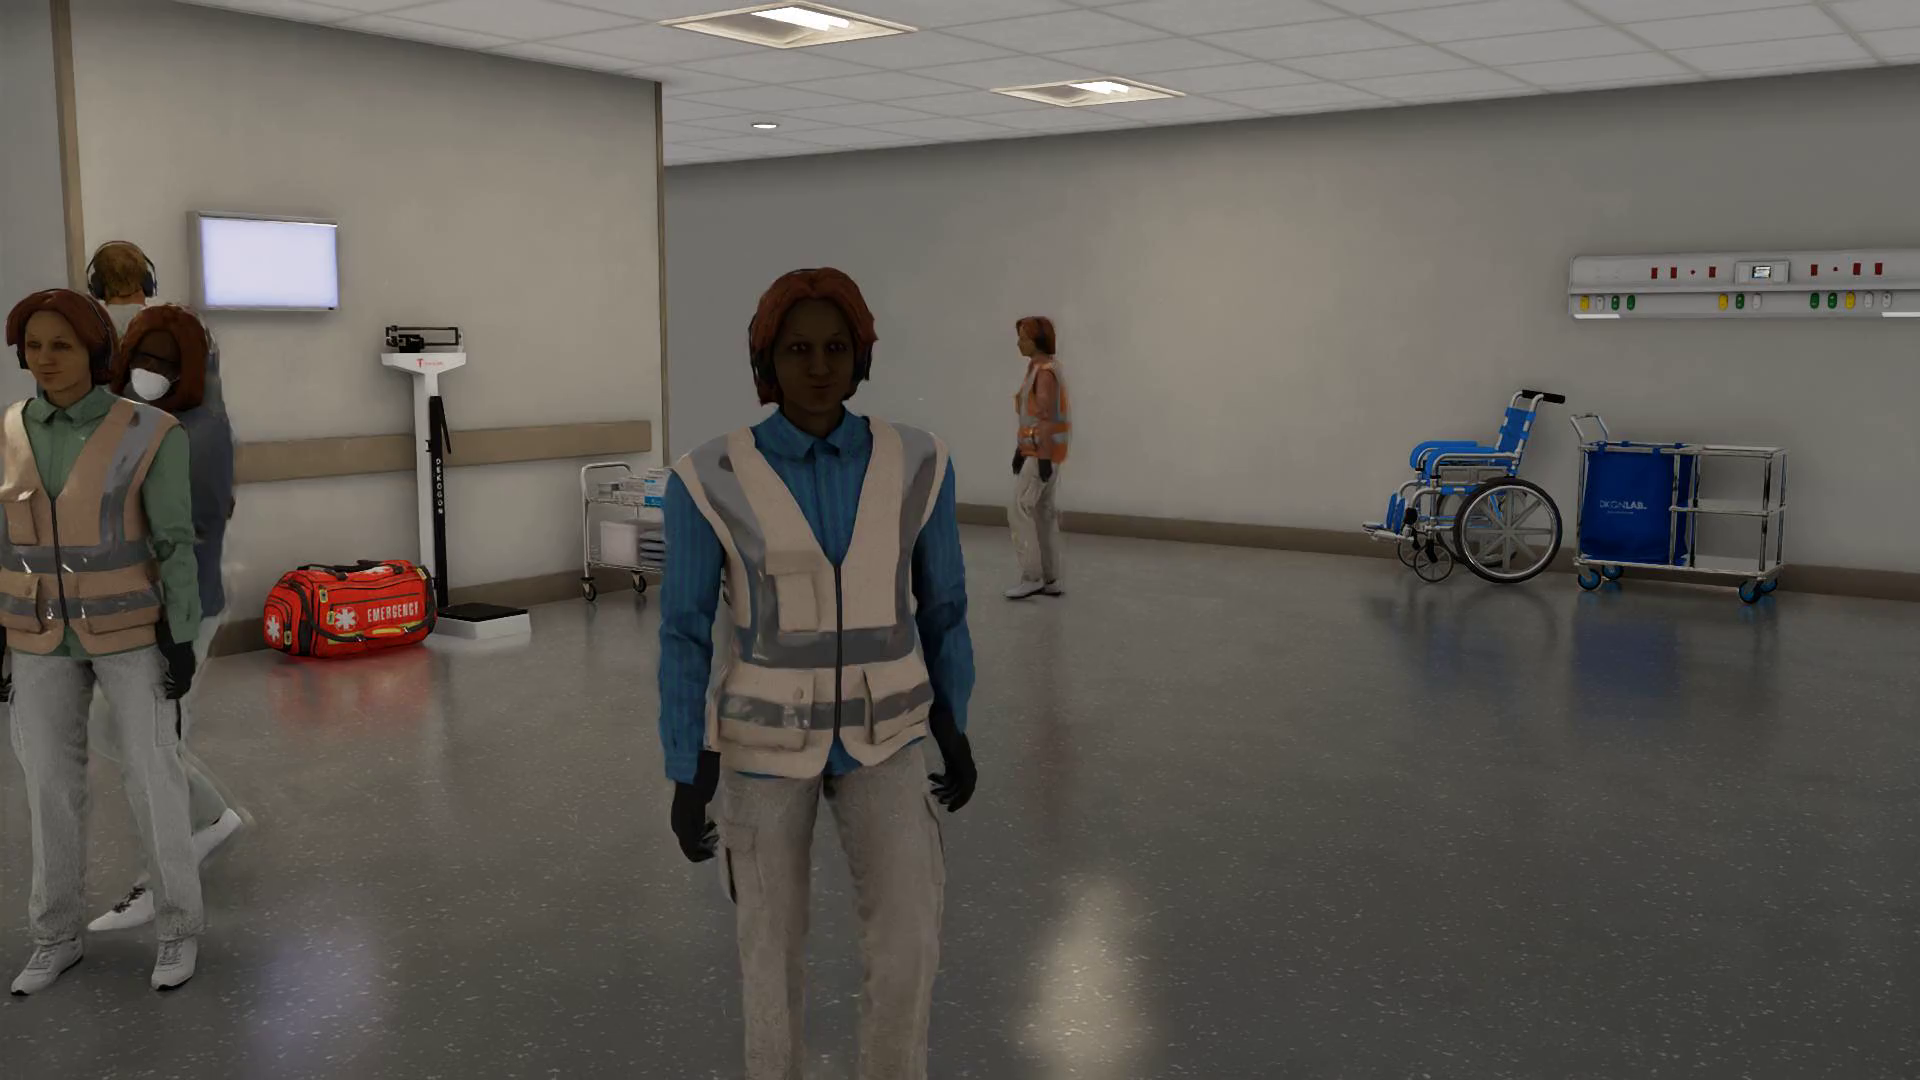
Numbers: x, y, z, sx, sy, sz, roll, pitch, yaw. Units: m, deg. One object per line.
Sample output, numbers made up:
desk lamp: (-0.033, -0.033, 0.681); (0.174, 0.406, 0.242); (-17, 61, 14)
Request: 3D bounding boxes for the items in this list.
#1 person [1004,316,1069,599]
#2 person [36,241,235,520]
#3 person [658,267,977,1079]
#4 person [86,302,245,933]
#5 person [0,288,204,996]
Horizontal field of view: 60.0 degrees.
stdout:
person: (0.415, -0.466, 9.566); (0.424, 1.627, 0.567); (0, 7, 2)
person: (-3.198, -0.214, 6.526); (0.667, 1.892, 0.840); (-2, 7, -16)
person: (-0.223, 0.372, 2.770); (0.561, 1.622, 0.549); (-2, 7, -18)
person: (-2.079, 0.196, 4.308); (0.531, 1.610, 0.389); (5, 9, 35)
person: (-2.013, 0.243, 3.851); (0.514, 1.630, 0.318); (-1, 7, -4)
